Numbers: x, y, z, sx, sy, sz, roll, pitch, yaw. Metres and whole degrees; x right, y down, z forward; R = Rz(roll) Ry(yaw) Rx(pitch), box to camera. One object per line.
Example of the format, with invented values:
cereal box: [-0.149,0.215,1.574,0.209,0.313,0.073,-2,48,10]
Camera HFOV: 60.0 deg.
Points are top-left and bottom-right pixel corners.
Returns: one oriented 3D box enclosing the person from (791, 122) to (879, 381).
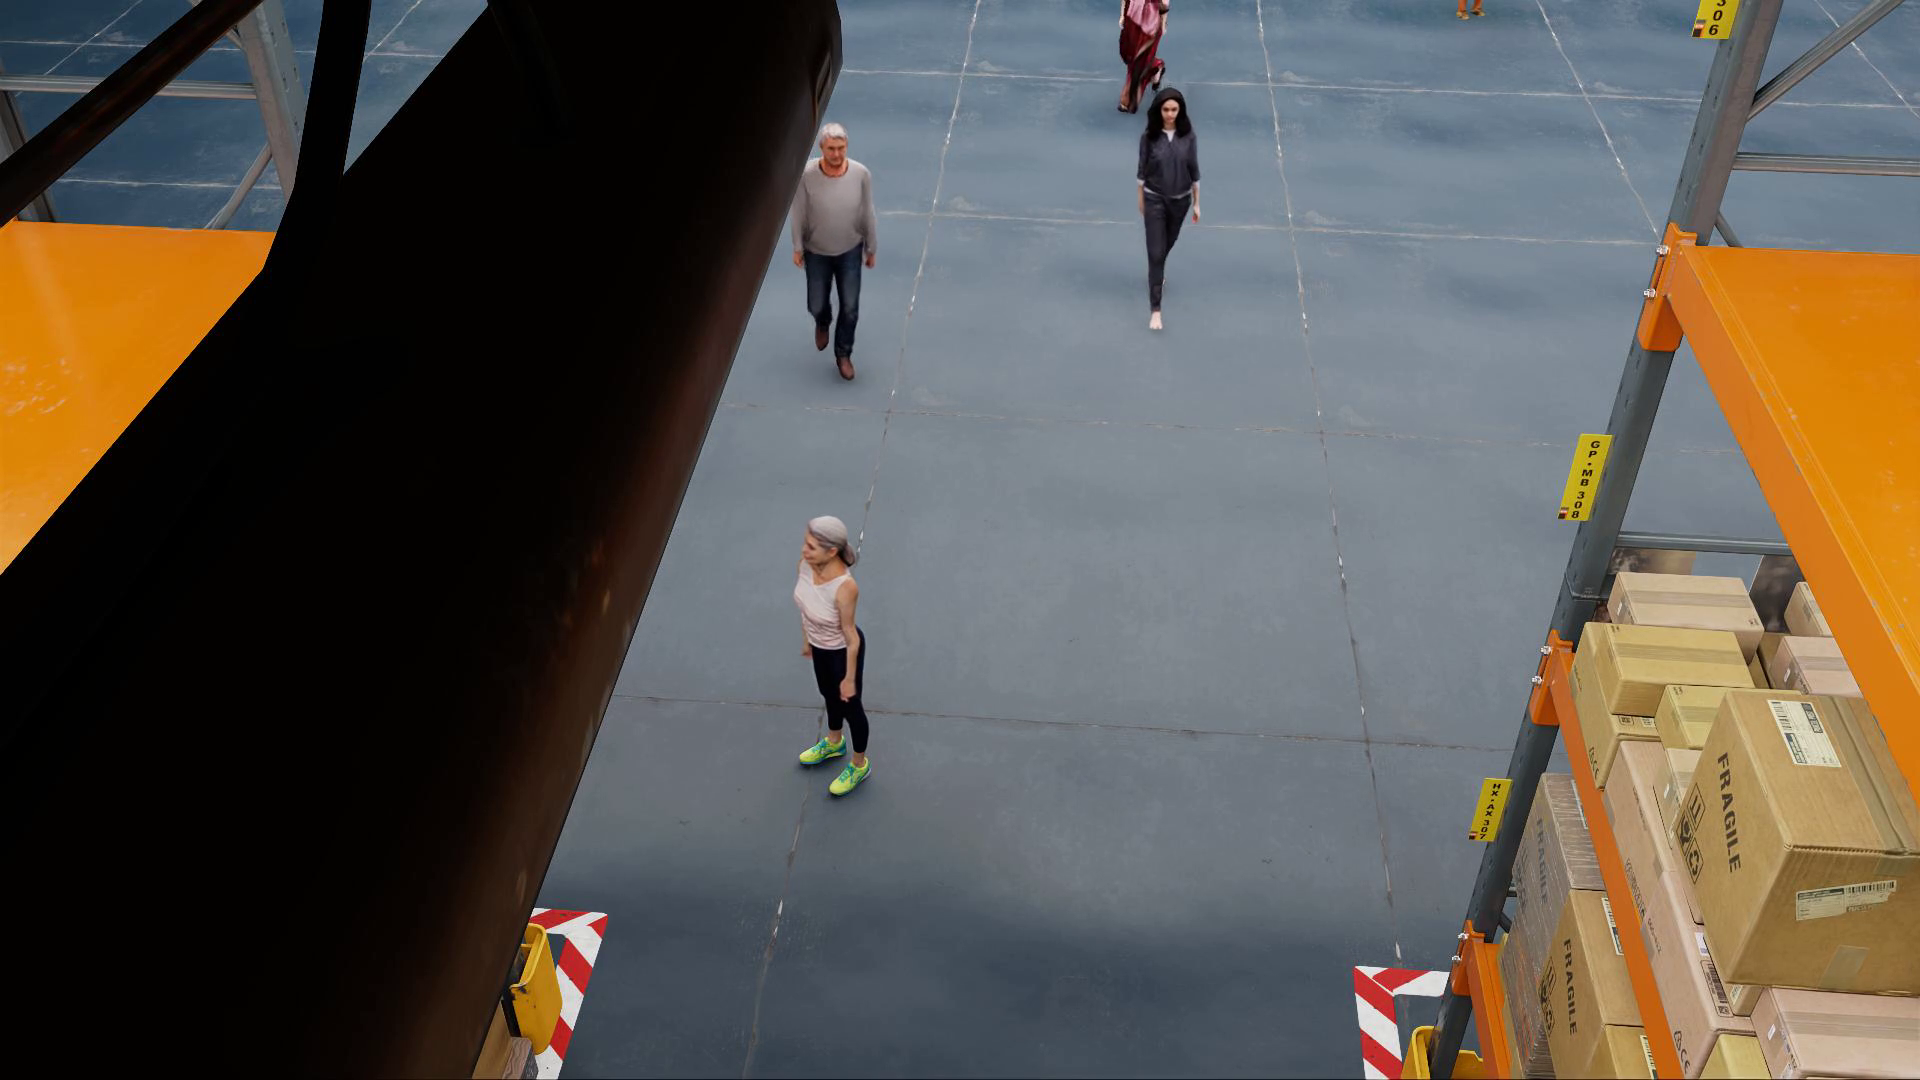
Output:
person: [-0.895,-2.061,11.593,0.854,1.896,0.914,-5,38,-7]

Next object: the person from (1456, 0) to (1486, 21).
person: [5.418,-6.131,17.156,0.630,1.453,0.640,-17,41,-20]

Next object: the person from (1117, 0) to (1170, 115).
person: [1.723,-4.789,15.306,0.997,1.617,1.094,29,47,32]

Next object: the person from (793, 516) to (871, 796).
person: [-0.622,0.559,8.403,0.740,1.701,0.666,-24,44,-27]

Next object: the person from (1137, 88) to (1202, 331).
person: [1.527,-2.542,12.353,0.737,1.718,1.197,-2,38,-3]
